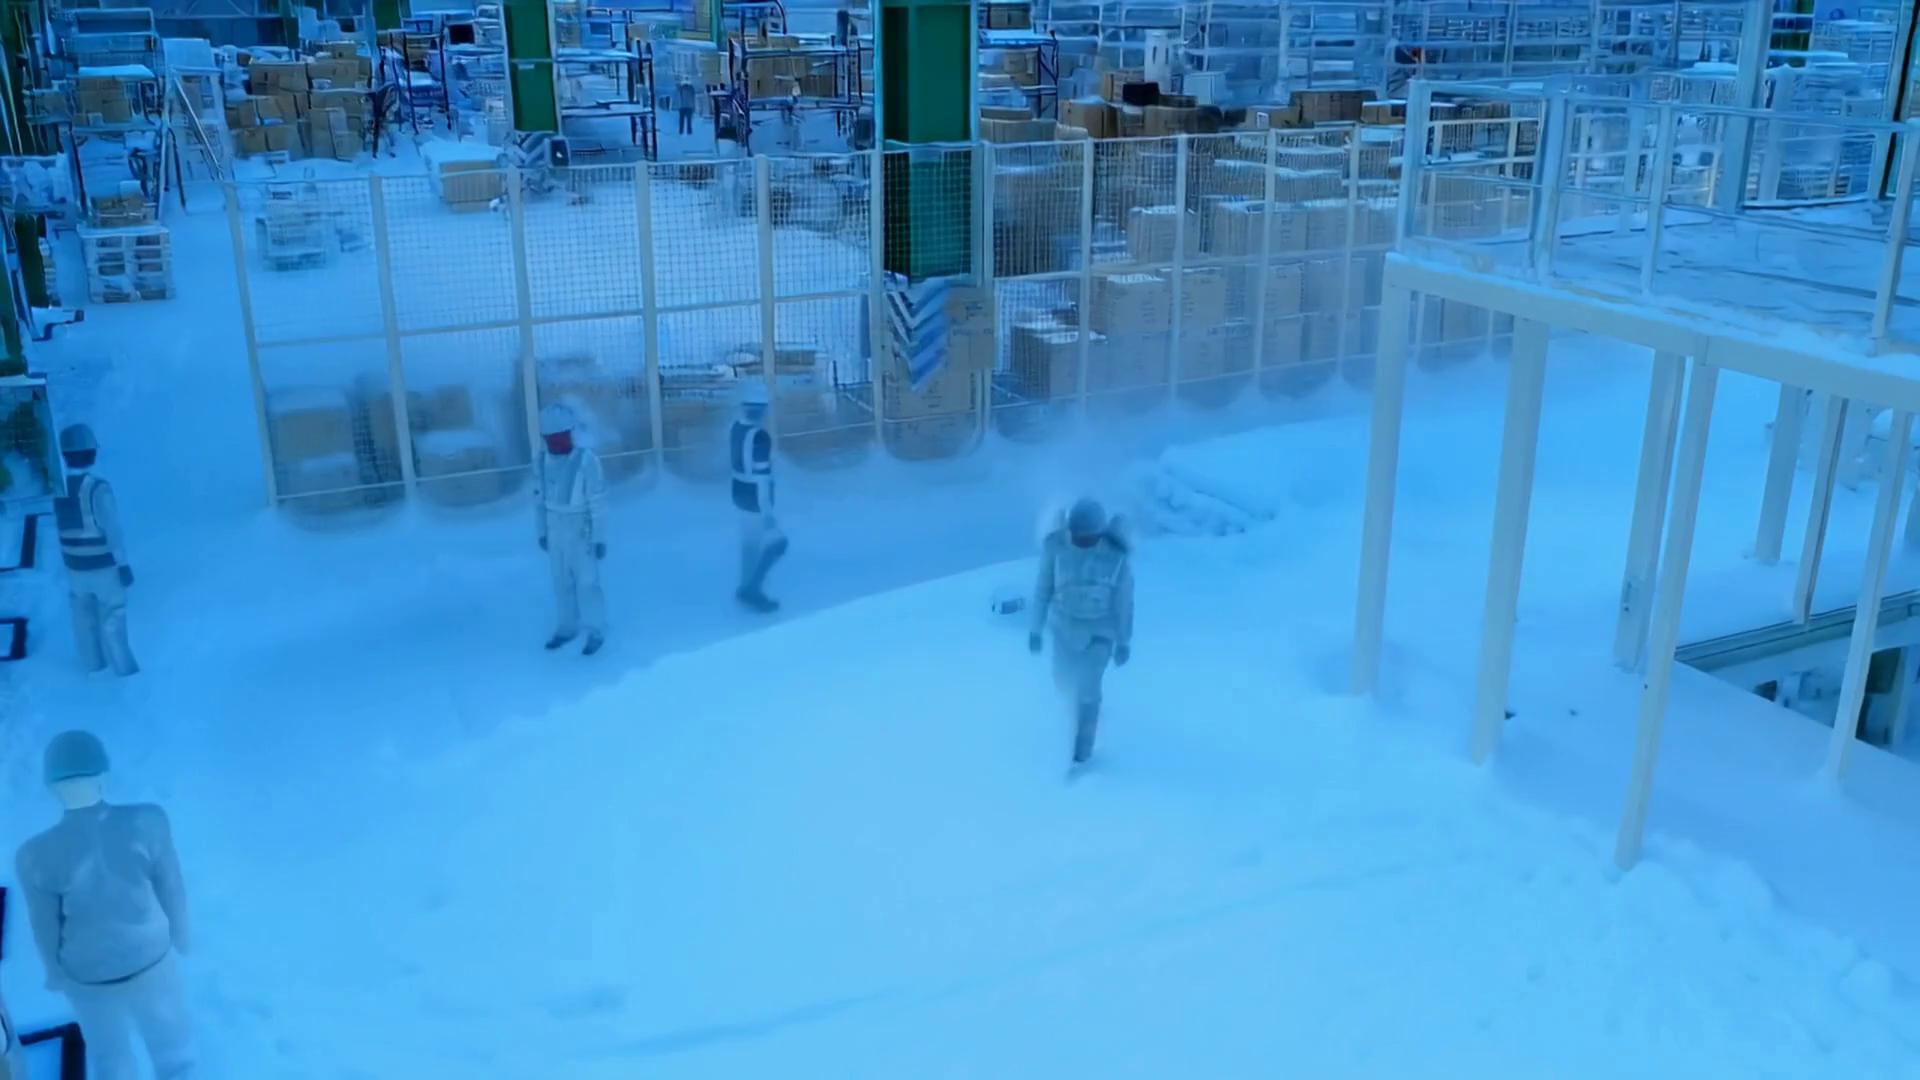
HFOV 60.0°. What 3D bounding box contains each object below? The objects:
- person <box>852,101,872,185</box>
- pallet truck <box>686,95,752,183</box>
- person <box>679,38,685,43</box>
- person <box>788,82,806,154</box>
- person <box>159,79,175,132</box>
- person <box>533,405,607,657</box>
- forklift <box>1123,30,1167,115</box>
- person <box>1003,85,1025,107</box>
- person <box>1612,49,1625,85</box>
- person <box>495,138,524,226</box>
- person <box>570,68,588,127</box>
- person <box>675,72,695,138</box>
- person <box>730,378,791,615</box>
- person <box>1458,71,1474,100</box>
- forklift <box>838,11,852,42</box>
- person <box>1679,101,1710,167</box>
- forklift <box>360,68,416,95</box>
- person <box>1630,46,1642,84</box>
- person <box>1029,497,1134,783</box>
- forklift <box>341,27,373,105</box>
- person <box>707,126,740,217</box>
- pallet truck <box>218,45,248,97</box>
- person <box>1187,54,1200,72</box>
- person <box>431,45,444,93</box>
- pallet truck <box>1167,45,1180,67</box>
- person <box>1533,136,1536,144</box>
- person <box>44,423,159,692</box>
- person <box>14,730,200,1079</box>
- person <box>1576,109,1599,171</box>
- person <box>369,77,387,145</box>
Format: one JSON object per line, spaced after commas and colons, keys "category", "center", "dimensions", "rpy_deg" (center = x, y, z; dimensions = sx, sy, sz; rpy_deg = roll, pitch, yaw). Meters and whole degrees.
{"category": "person", "center": [-2.324, -9.376, 39.293], "dimensions": [0.374, 1.933, 0.621], "rpy_deg": [12, 22, 31]}
{"category": "pallet truck", "center": [-5.836, -9.608, 39.856], "dimensions": [0.823, 1.965, 1.885], "rpy_deg": [10, 22, 27]}
{"category": "person", "center": [-12.508, -21.661, 74.992], "dimensions": [0.950, 1.893, 0.542], "rpy_deg": [-15, 24, -38]}
{"category": "person", "center": [-4.502, -11.590, 45.723], "dimensions": [0.392, 1.917, 0.592], "rpy_deg": [9, 21, 24]}
{"category": "person", "center": [-24.666, -13.461, 51.580], "dimensions": [0.522, 1.633, 0.313], "rpy_deg": [17, 25, 40]}
{"category": "person", "center": [-2.890, -0.069, 12.309], "dimensions": [0.590, 1.926, 0.388], "rpy_deg": [7, 20, 21]}
{"category": "forklift", "center": [6.742, -16.294, 57.904], "dimensions": [1.873, 2.768, 1.129], "rpy_deg": [-9, 21, -25]}
{"category": "person", "center": [1.436, -11.209, 44.584], "dimensions": [0.630, 1.940, 0.372], "rpy_deg": [-5, 20, -13]}
{"category": "person", "center": [27.555, -19.662, 69.516], "dimensions": [0.534, 1.654, 0.863], "rpy_deg": [16, 25, 39]}
{"category": "person", "center": [-8.952, -7.126, 33.108], "dimensions": [0.538, 1.700, 0.317], "rpy_deg": [-8, 20, -21]}
{"category": "person", "center": [-12.243, -14.221, 53.478], "dimensions": [0.501, 1.832, 0.403], "rpy_deg": [-2, 19, -6]}
{"category": "person", "center": [-8.266, -13.084, 50.039], "dimensions": [0.588, 1.927, 0.371], "rpy_deg": [3, 19, 9]}
{"category": "person", "center": [-1.577, -0.321, 13.046], "dimensions": [0.407, 1.921, 0.585], "rpy_deg": [-12, 22, -30]}
{"category": "person", "center": [15.563, -13.414, 51.044], "dimensions": [0.546, 1.904, 0.939], "rpy_deg": [-10, 22, -28]}
{"category": "forklift", "center": [-5.753, -25.038, 83.252], "dimensions": [1.873, 2.768, 1.129], "rpy_deg": [-9, 21, -25]}
{"category": "person", "center": [17.026, -9.188, 38.574], "dimensions": [0.812, 2.000, 0.711], "rpy_deg": [-14, 24, -36]}
{"category": "forklift", "center": [-22.735, -18.935, 65.560], "dimensions": [1.129, 2.768, 1.873], "rpy_deg": [13, 23, 33]}
{"category": "person", "center": [27.686, -19.366, 68.397], "dimensions": [0.641, 1.830, 0.430], "rpy_deg": [-4, 19, -11]}
{"category": "person", "center": [0.793, 0.558, 10.677], "dimensions": [0.629, 1.812, 0.861], "rpy_deg": [8, 21, 22]}
{"category": "forklift", "center": [-22.275, -17.346, 60.954], "dimensions": [1.873, 2.768, 1.129], "rpy_deg": [-9, 21, -25]}
{"category": "person", "center": [-4.917, -7.616, 34.369], "dimensions": [0.630, 1.814, 0.816], "rpy_deg": [-9, 21, -24]}
{"category": "pallet truck", "center": [-28.879, -18.665, 66.111], "dimensions": [0.823, 1.965, 1.885], "rpy_deg": [-3, 19, -9]}
{"category": "person", "center": [8.704, -17.185, 62.088], "dimensions": [0.570, 1.811, 0.964], "rpy_deg": [-1, 19, -2]}
{"category": "person", "center": [-21.331, -19.163, 67.691], "dimensions": [0.769, 1.919, 0.639], "rpy_deg": [-16, 25, -39]}
{"category": "pallet truck", "center": [9.045, -19.971, 69.895], "dimensions": [0.823, 1.965, 1.885], "rpy_deg": [-3, 19, -8]}
{"category": "person", "center": [13.806, -9.293, 39.353], "dimensions": [0.537, 1.711, 0.910], "rpy_deg": [-4, 19, -11]}
{"category": "person", "center": [-6.078, 0.130, 11.701], "dimensions": [0.608, 1.948, 0.389], "rpy_deg": [8, 20, 21]}
{"category": "person", "center": [-3.563, 1.729, 6.999], "dimensions": [0.614, 1.990, 0.392], "rpy_deg": [-17, 25, -40]}
{"category": "person", "center": [14.342, -8.894, 38.026], "dimensions": [0.582, 1.839, 0.554], "rpy_deg": [14, 23, 34]}
{"category": "person", "center": [-16.698, -12.334, 47.877], "dimensions": [0.555, 1.924, 0.554], "rpy_deg": [13, 23, 34]}
